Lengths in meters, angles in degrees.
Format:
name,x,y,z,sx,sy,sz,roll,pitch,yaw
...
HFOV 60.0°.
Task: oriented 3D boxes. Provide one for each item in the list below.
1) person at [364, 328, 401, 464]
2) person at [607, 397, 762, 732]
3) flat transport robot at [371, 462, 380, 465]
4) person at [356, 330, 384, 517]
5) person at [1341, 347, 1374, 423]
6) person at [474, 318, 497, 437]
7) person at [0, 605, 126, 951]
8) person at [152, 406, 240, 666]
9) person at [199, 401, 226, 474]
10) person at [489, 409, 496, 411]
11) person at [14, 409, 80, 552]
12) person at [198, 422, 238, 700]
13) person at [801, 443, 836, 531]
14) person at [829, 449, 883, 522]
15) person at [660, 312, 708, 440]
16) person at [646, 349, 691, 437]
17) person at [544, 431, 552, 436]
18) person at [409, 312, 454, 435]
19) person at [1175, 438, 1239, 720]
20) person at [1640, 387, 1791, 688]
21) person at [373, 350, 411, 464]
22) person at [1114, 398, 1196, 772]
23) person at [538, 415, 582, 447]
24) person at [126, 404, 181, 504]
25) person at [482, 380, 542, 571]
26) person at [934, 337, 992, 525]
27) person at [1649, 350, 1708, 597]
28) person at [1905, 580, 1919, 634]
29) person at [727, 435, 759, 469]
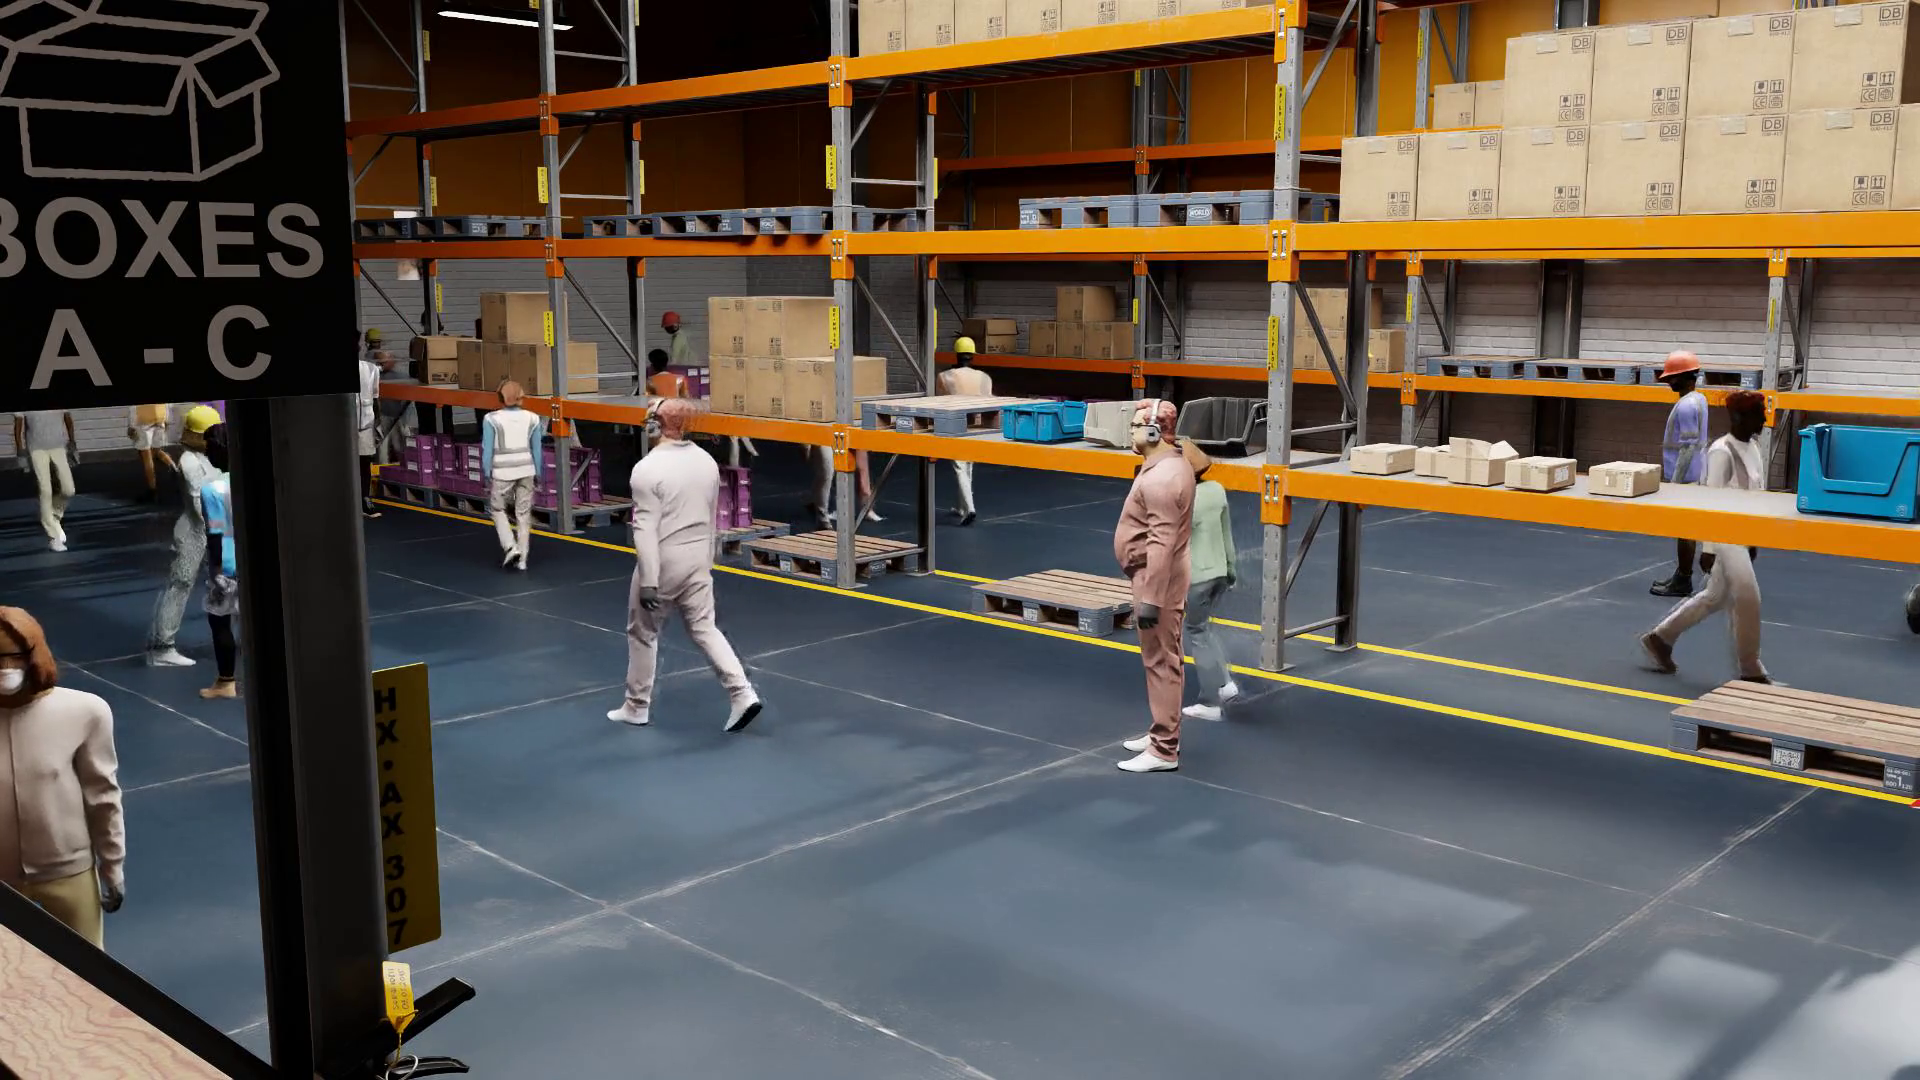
name,x,y,z,sx,sy,sz,roll,pitch,yaw
person,-7.631,-1.882,21.816,0.595,1.800,0.884,-7,12,-38
person,-1.533,0.143,9.184,0.936,1.872,0.658,6,11,33
flat transport robot,-7.604,-0.781,19.714,1.431,0.197,0.652,-3,10,-17
person,-6.206,-1.191,17.040,0.608,1.966,0.370,-9,13,-43
person,4.356,-1.290,18.262,0.324,1.767,0.533,3,10,18
person,-6.460,-2.100,22.834,0.596,1.898,0.594,6,11,31
person,-2.668,0.981,4.772,0.504,1.626,0.284,-5,10,-27
person,-4.829,-0.022,10.734,0.880,1.685,0.494,-1,9,-6
person,-6.589,-0.842,15.157,0.980,1.884,0.561,9,13,43
person,-5.670,-1.786,21.135,0.743,1.838,0.542,7,12,37
person,-8.282,-0.816,15.073,0.452,1.853,0.558,8,12,40
person,-4.167,0.141,9.787,0.719,1.674,0.538,3,10,18
person,-1.297,-0.965,15.783,0.513,1.920,0.648,8,13,42
person,-1.140,-1.098,16.833,0.807,1.859,0.407,5,11,29
person,-4.224,-2.422,24.742,0.996,1.912,0.643,-2,9,-9
person,-3.335,-1.339,18.867,0.543,1.649,0.816,-6,11,-34
person,-6.458,-2.519,25.467,0.323,1.876,0.530,-6,11,-32
person,-7.023,-2.060,22.143,0.673,2.000,0.536,0,9,3
person,1.349,0.226,9.409,0.360,1.607,0.569,8,13,42
person,4.676,-0.018,10.218,0.893,1.856,0.584,9,13,43
person,-6.810,-1.506,20.140,0.541,1.598,0.802,5,10,27
person,0.986,0.230,8.508,0.402,1.911,0.638,2,10,13
person,-5.044,-1.780,20.740,1.051,1.932,0.646,3,10,17
person,-8.757,-1.322,17.997,0.543,1.914,0.565,3,10,16
person,-3.787,-0.539,14.060,0.542,1.624,0.370,-7,11,-36
person,0.055,-1.113,16.833,0.587,1.888,0.962,-4,10,-21
person,5.631,-0.516,13.020,0.376,1.930,0.542,5,11,30
person,6.648,-0.142,11.085,0.602,1.809,0.711,1,9,5
person,-2.775,-1.629,20.745,0.416,1.624,0.538,6,11,32
